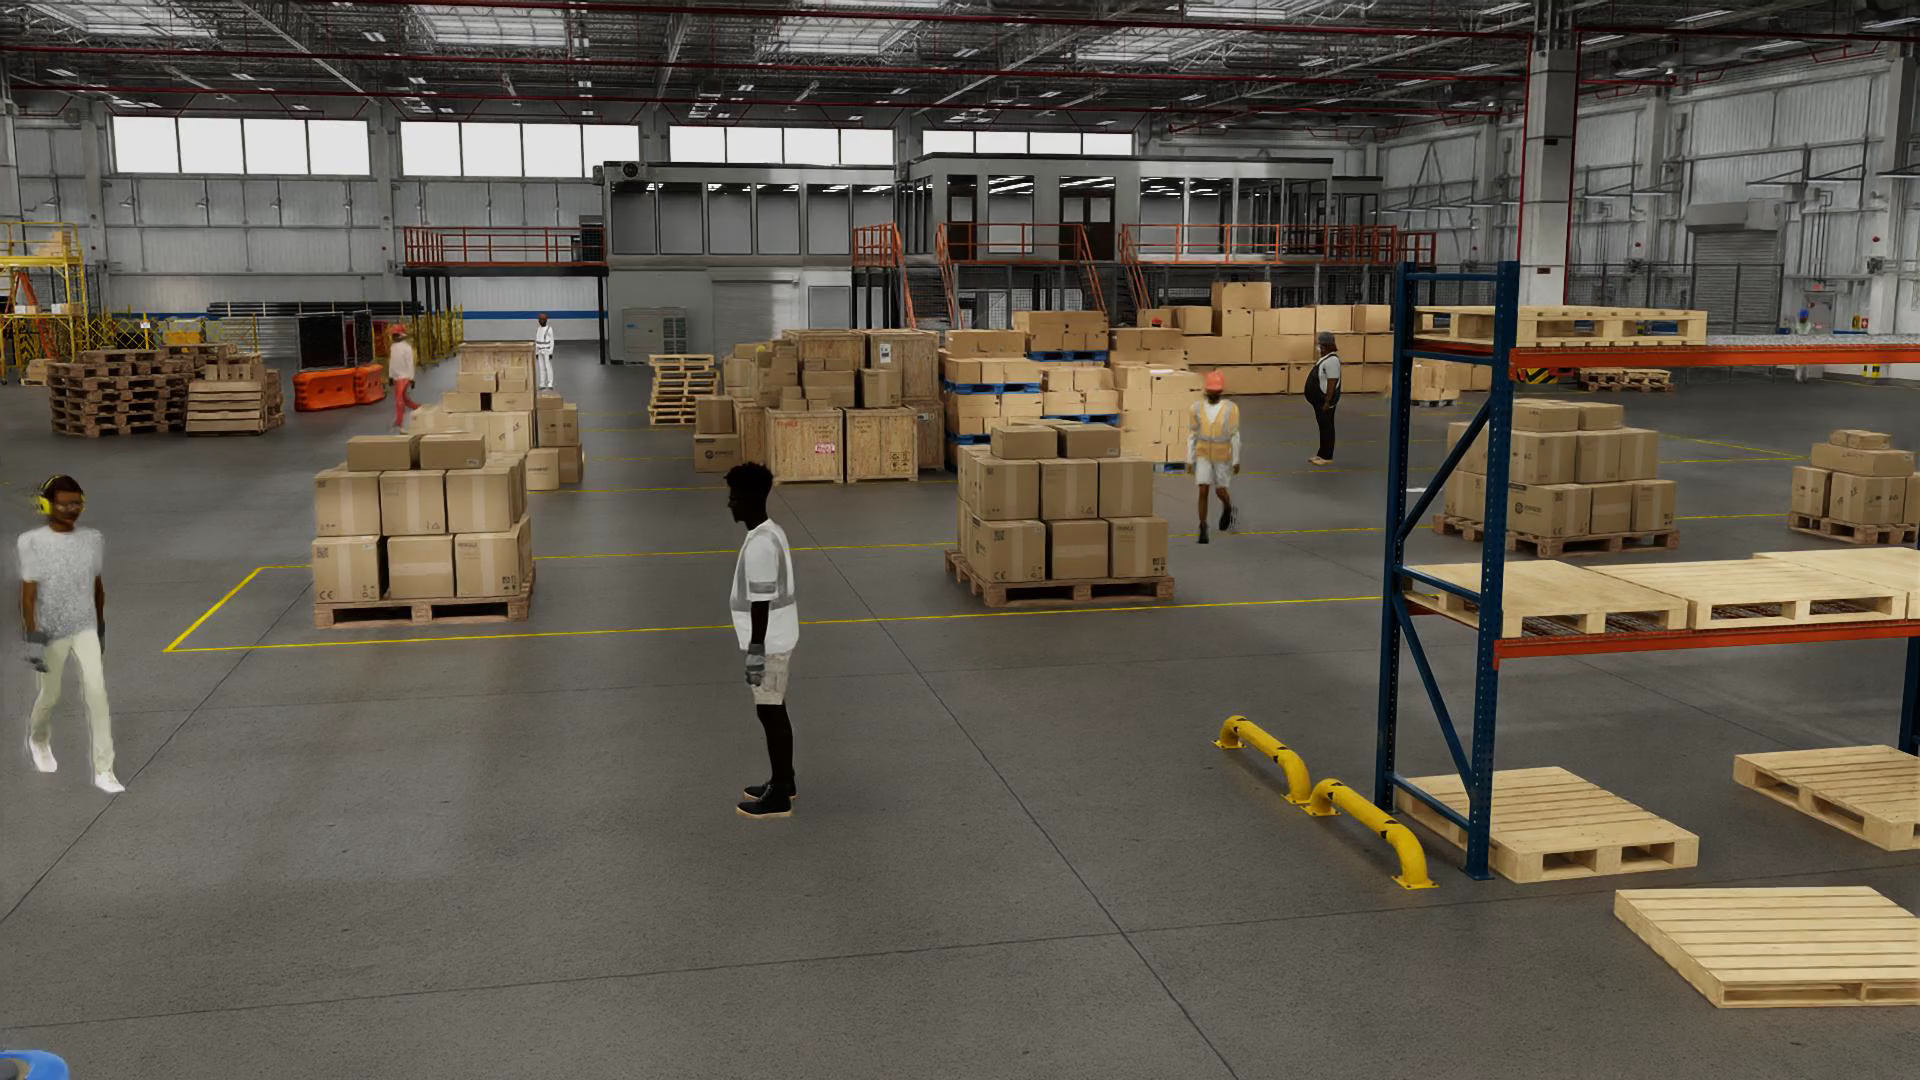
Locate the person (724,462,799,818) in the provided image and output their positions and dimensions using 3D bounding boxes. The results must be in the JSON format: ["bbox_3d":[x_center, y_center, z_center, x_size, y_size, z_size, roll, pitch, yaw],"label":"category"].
[{"bbox_3d":[-1.083,0.543,9.147,0.394,1.958,0.599,-1,9,-3],"label":"person"}]

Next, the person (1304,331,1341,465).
[{"bbox_3d":[5.512,-2.156,25.315,0.536,2.000,0.677,1,9,5],"label":"person"}]

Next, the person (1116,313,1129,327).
[{"bbox_3d":[4.203,-4.900,42.642,0.329,1.843,0.518,-9,13,-43],"label":"person"}]

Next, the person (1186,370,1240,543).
[{"bbox_3d":[2.799,-0.933,18.280,0.576,1.907,0.708,3,10,18],"label":"person"}]

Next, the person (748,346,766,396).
[{"bbox_3d":[-3.192,-2.271,26.921,0.484,1.744,0.296,-4,10,-22],"label":"person"}]

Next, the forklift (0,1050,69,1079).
[{"bbox_3d":[-2.998,1.019,3.409,1.873,2.768,1.129,-2,10,-12],"label":"forklift"}]

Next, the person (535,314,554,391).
[{"bbox_3d":[-10.096,-4.546,40.364,0.583,1.884,0.350,6,11,35],"label":"person"}]

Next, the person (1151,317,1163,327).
[{"bbox_3d":[4.251,-3.883,36.155,0.552,1.935,0.365,6,11,32],"label":"person"}]

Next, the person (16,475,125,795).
[{"bbox_3d":[-5.207,0.523,9.652,0.929,1.838,0.521,8,13,42],"label":"person"}]

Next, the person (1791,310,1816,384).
[{"bbox_3d":[21.647,-4.953,42.740,0.599,1.913,0.814,4,10,22],"label":"person"}]

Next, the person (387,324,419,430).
[{"bbox_3d":[-10.321,-3.037,30.906,0.625,1.974,0.829,8,12,41],"label":"person"}]
